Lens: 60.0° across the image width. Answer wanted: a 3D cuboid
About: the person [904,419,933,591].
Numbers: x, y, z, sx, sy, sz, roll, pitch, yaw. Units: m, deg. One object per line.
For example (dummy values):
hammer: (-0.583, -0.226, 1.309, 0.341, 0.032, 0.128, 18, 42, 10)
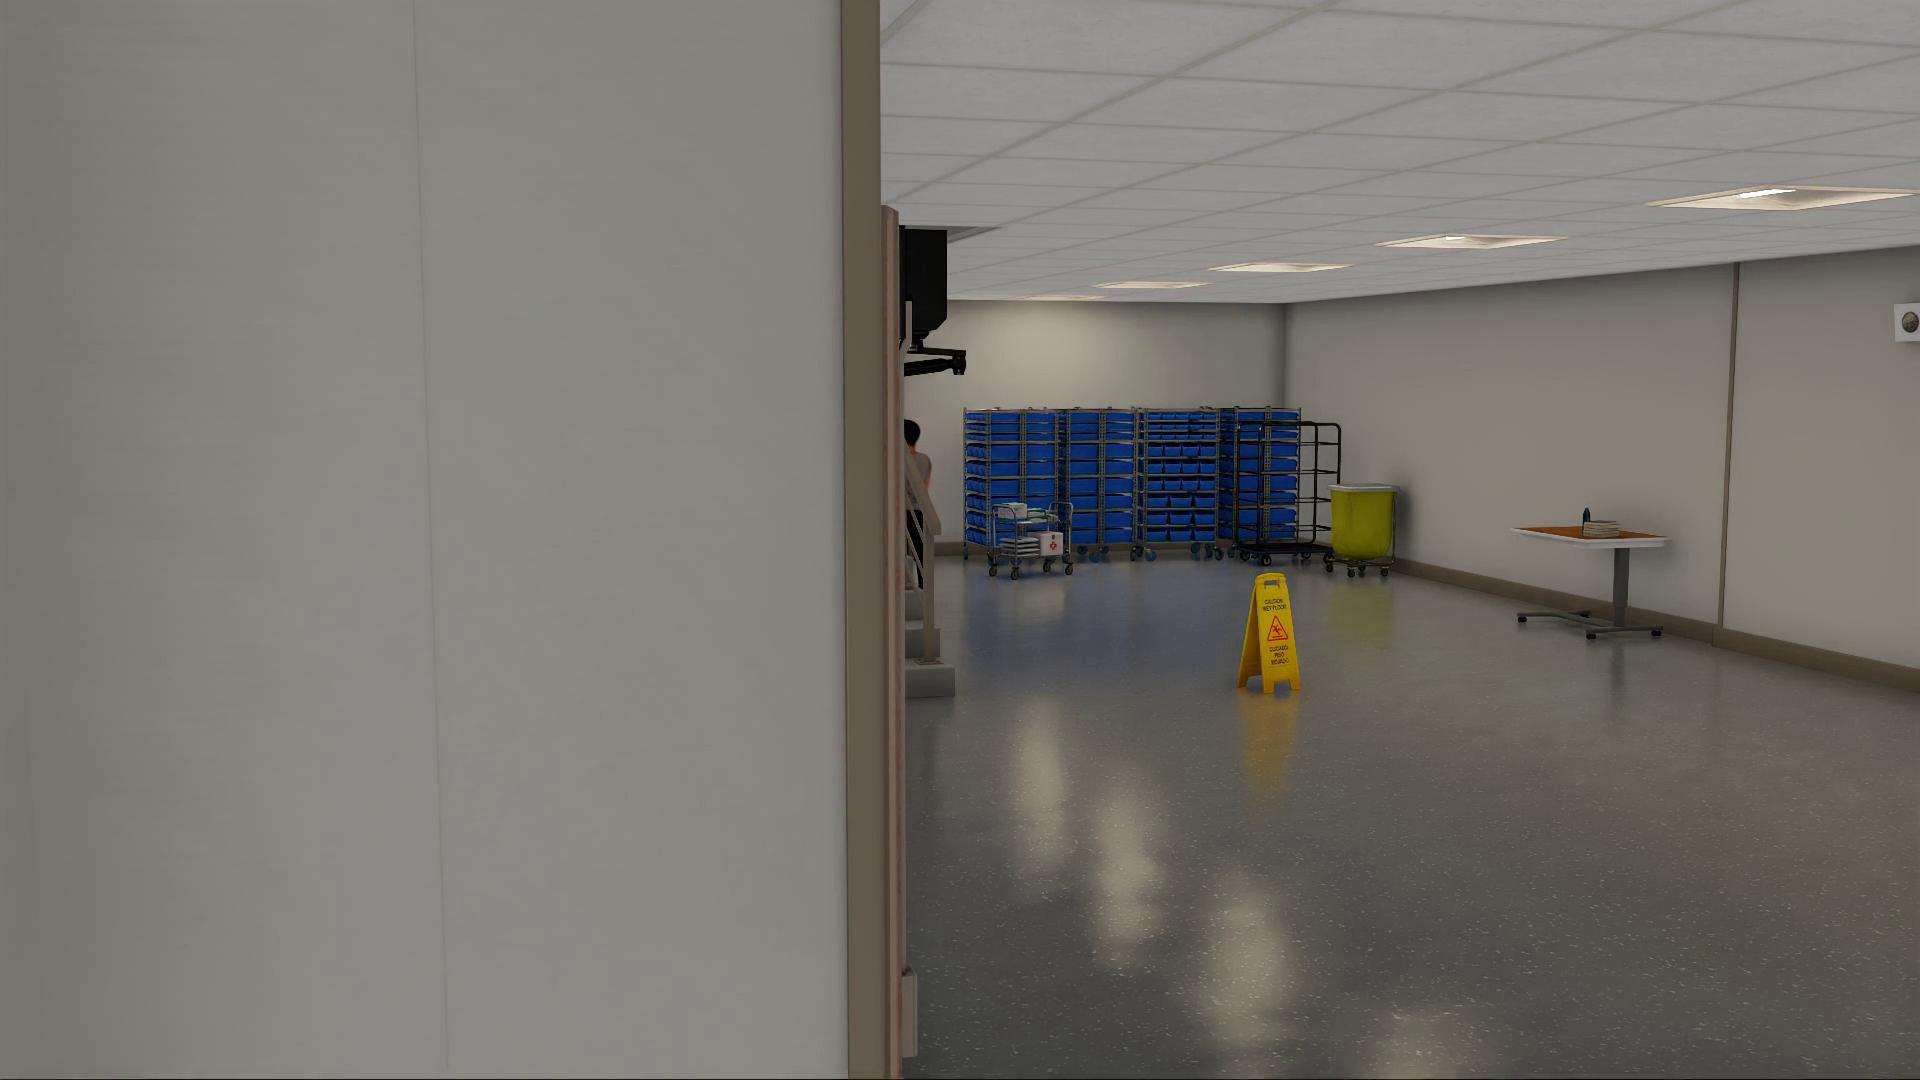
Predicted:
person: (-0.461, -0.249, 15.234, 0.684, 1.724, 0.678, -5, 8, -41)
